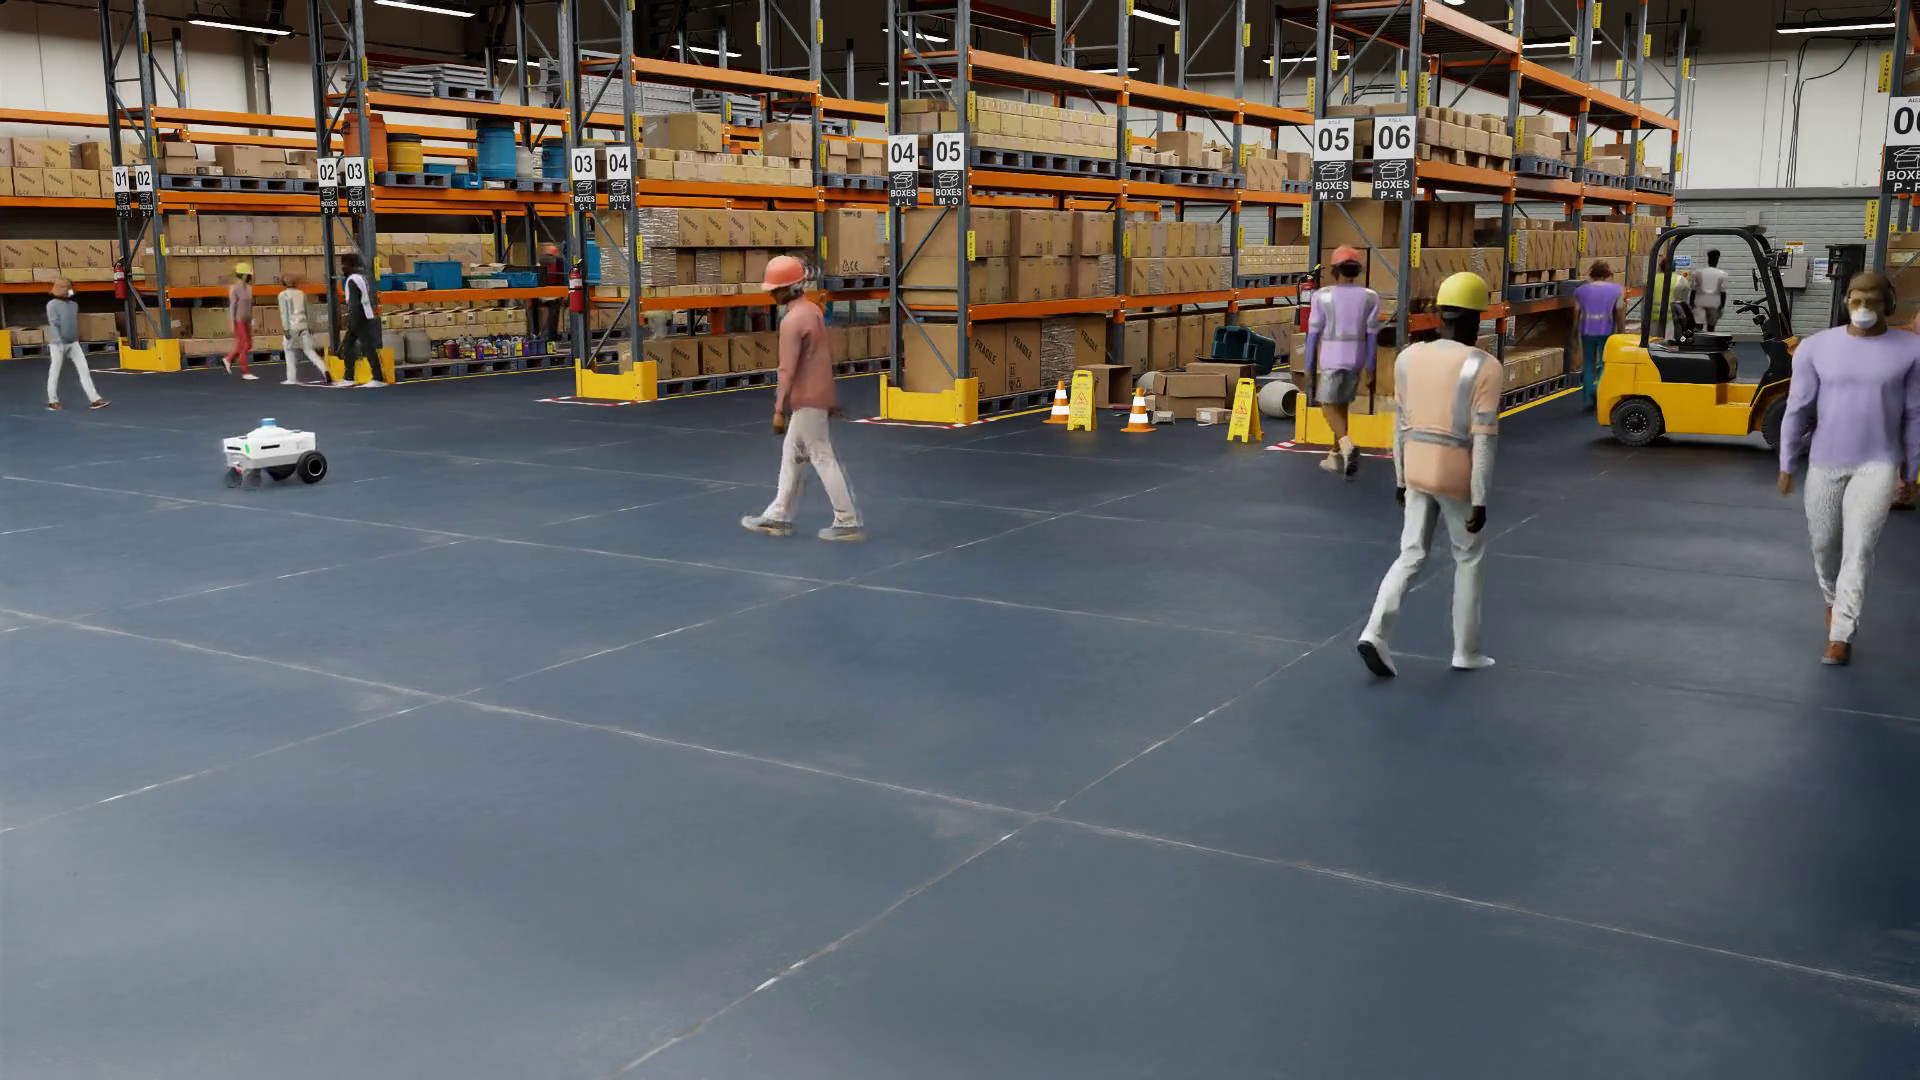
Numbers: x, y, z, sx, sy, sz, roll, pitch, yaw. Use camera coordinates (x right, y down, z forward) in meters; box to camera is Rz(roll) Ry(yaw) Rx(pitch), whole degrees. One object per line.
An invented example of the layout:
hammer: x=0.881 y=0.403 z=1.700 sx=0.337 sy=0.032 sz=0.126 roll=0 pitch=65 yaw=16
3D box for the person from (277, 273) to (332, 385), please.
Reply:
person: x=-9.400 y=-3.009 z=23.747 sx=0.665 sy=1.608 sz=0.547 roll=4 pitch=11 yaw=21

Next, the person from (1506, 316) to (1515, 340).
person: x=11.518 y=-5.177 z=34.821 sx=0.609 sy=1.993 sz=0.382 roll=-3 pitch=11 yaw=-17

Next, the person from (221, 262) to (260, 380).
person: x=-10.733 y=-3.249 z=24.706 sx=0.603 sy=1.742 sz=0.540 roll=1 pitch=10 yaw=8

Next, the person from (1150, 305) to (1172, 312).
person: x=3.325 y=-3.788 z=27.537 sx=0.513 sy=1.820 sz=0.980 roll=6 pitch=12 yaw=30

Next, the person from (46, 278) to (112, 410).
person: x=-10.734 y=-2.352 z=20.079 sx=0.828 sy=1.598 sz=0.498 roll=3 pitch=11 yaw=16

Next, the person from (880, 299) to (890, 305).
person: x=-1.327 y=-4.950 z=33.855 sx=0.645 sy=1.879 sz=1.044 roll=6 pitch=12 yaw=29

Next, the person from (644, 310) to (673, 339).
person: x=-4.781 y=-3.593 z=26.437 sx=0.612 sy=1.816 sz=0.419 roll=7 pitch=12 yaw=34

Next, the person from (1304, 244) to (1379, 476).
person: x=3.329 y=-1.544 z=14.421 sx=0.620 sy=2.016 sz=0.869 roll=-1 pitch=10 yaw=-8

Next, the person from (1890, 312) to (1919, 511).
person: x=7.455 y=-1.123 z=12.494 sx=0.904 sy=1.866 sz=0.665 roll=-4 pitch=11 yaw=-20

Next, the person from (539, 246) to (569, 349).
person: x=-7.718 y=-4.642 z=31.886 sx=0.665 sy=1.963 sz=0.796 roll=6 pitch=12 yaw=30

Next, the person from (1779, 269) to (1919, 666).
person: x=4.430 y=-0.387 z=8.253 sx=0.641 sy=1.908 sz=0.936 roll=7 pitch=12 yaw=34

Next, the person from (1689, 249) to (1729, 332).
person: x=13.073 y=-4.117 z=29.070 sx=0.602 sy=1.934 sz=0.854 roll=4 pitch=11 yaw=21

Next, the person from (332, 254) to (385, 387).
person: x=-8.539 y=-3.071 z=23.362 sx=0.838 sy=1.863 sz=0.689 roll=-3 pitch=11 yaw=-17

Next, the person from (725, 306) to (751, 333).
person: x=-3.915 y=-4.165 z=29.602 sx=0.524 sy=1.834 sz=0.613 roll=6 pitch=12 yaw=31

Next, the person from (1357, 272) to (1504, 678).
person: x=2.197 y=-0.283 z=7.713 sx=0.843 sy=1.906 sz=0.593 roll=-9 pitch=13 yaw=-40

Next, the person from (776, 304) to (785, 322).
person: x=-2.828 y=-3.751 z=27.578 sx=0.488 sy=1.732 sz=0.360 roll=5 pitch=11 yaw=27

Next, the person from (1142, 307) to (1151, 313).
person: x=3.772 y=-4.738 z=32.228 sx=0.688 sy=2.000 sz=0.536 roll=5 pitch=11 yaw=25

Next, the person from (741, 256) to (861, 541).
person: x=-1.117 y=-0.928 z=11.192 sx=0.952 sy=1.930 sz=0.668 roll=2 pitch=10 yaw=8

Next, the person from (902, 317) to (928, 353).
person: x=-0.676 y=-3.176 z=24.445 sx=0.550 sy=1.686 sz=0.371 roll=9 pitch=13 yaw=40

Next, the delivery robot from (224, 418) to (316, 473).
delivery robot: x=-5.772 y=-0.774 z=13.924 sx=0.477 sy=0.478 sz=0.707 roll=6 pitch=12 yaw=31

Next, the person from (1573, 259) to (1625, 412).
person: x=7.676 y=-2.451 z=20.001 sx=0.602 sy=1.830 sz=0.448 roll=6 pitch=12 yaw=30

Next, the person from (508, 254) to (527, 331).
person: x=-9.636 y=-5.304 z=36.014 sx=0.626 sy=1.812 sz=0.658 roll=6 pitch=12 yaw=29

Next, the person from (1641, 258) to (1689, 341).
person: x=10.405 y=-3.251 z=24.551 sx=0.642 sy=1.815 sz=0.815 roll=5 pitch=11 yaw=26
